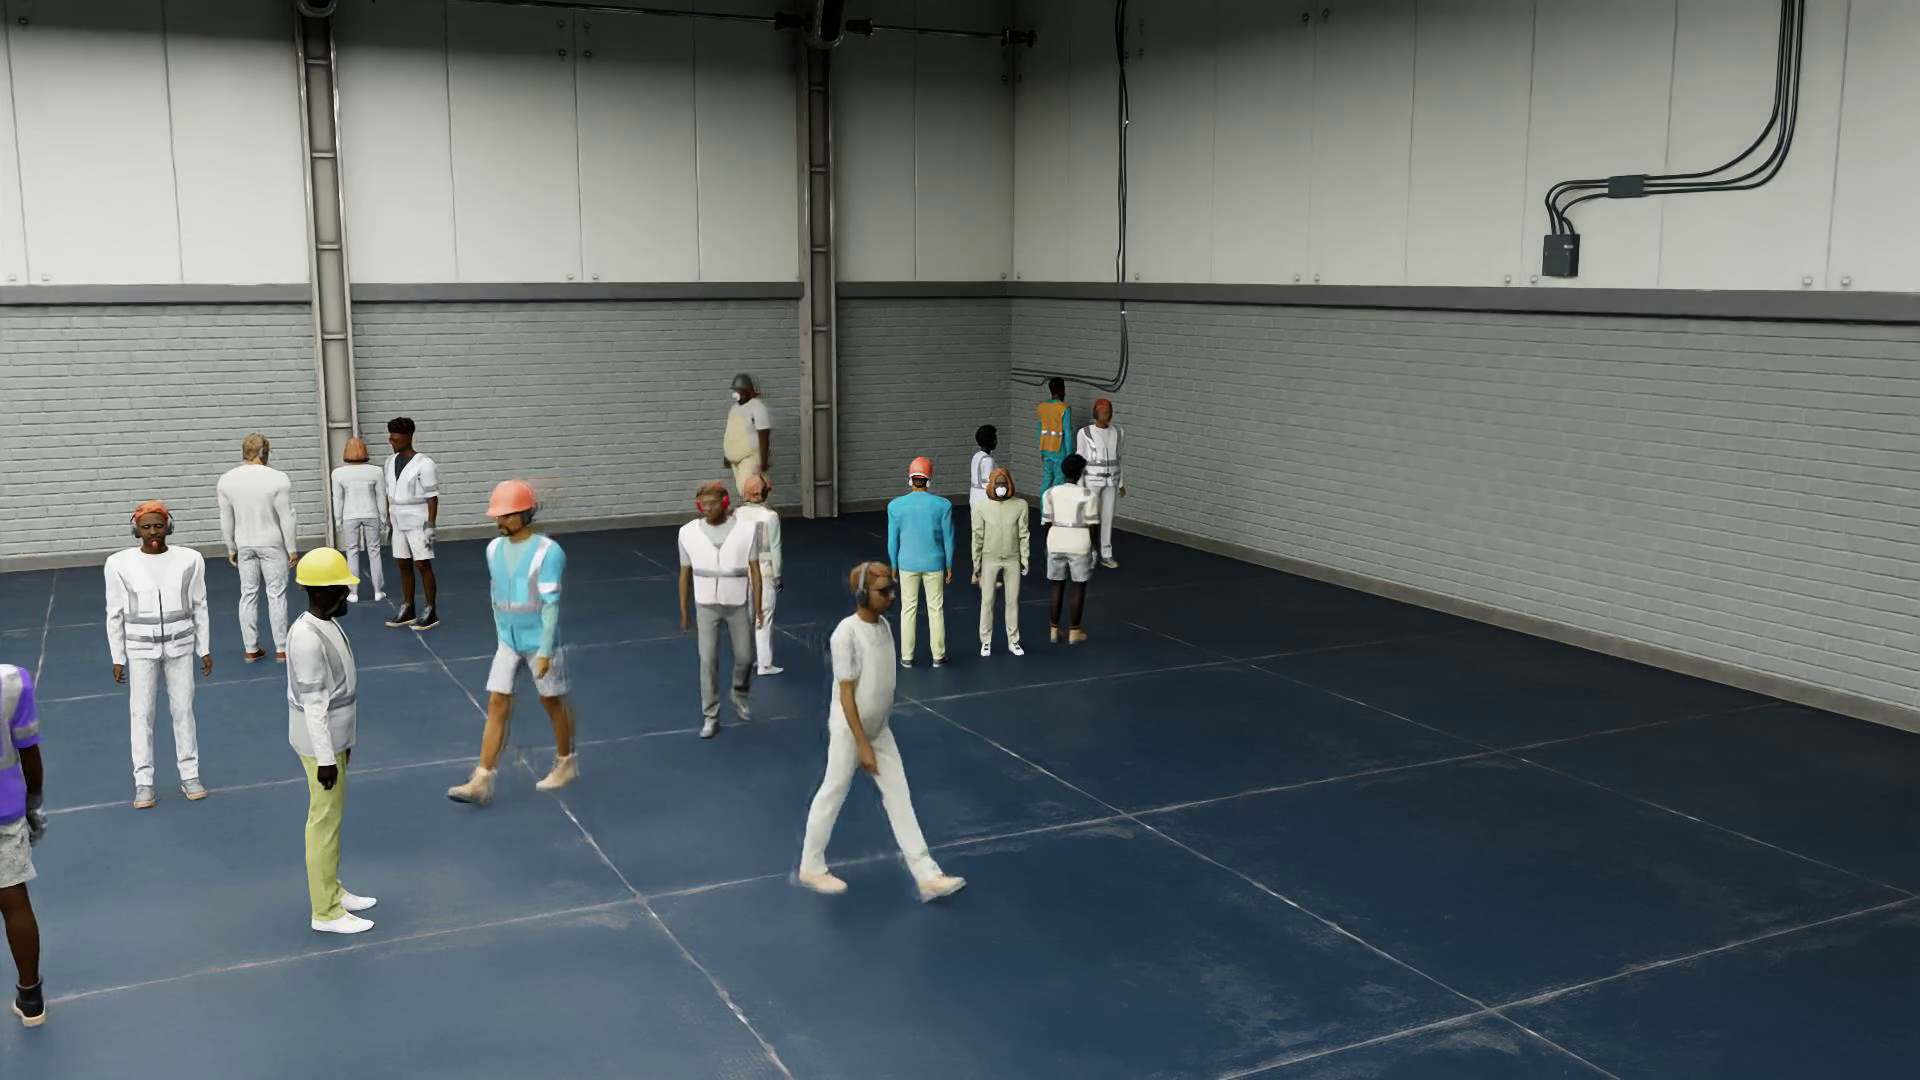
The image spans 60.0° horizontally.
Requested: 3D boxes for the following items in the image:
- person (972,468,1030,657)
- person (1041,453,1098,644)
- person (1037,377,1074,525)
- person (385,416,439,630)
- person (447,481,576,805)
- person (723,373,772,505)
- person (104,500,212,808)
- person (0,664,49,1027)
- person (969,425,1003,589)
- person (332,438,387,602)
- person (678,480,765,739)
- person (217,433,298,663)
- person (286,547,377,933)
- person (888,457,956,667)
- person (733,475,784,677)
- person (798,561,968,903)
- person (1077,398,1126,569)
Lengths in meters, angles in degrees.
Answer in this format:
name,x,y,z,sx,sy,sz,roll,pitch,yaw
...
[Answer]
name,x,y,z,sx,sy,sz,roll,pitch,yaw
person,0.346,0.189,14.148,0.499,1.627,0.279,-2,9,-9
person,0.963,0.077,14.649,0.545,1.678,0.366,5,10,27
person,1.227,-1.130,21.360,0.392,1.922,0.592,-8,12,-41
person,-5.036,-0.156,15.223,0.614,1.962,0.366,5,11,30
person,-2.737,0.646,10.193,0.614,1.999,1.003,4,10,24
person,-2.670,-1.059,20.553,0.564,2.000,0.698,-7,12,-39
person,-4.923,0.693,10.248,0.572,1.883,0.356,-6,11,-33
person,-4.223,1.165,7.081,0.367,1.962,0.613,9,13,43
person,0.269,-0.348,17.227,0.315,1.696,0.540,-2,10,-15
person,-5.942,-0.198,16.489,0.500,1.636,0.284,-4,10,-22
person,-1.692,0.467,11.817,0.614,1.825,0.590,-1,9,-5
person,-5.842,0.074,13.909,0.627,1.933,0.371,1,9,4
person,-3.139,0.988,8.290,0.370,1.927,0.588,-3,10,-16
person,-0.317,0.185,13.766,0.561,1.752,0.324,0,9,0
person,-1.641,0.286,13.529,0.517,1.633,0.311,8,12,40
person,-0.454,1.005,8.581,0.979,1.799,0.506,6,11,31
person,1.552,-0.617,18.306,0.586,1.883,0.341,-4,10,-23
